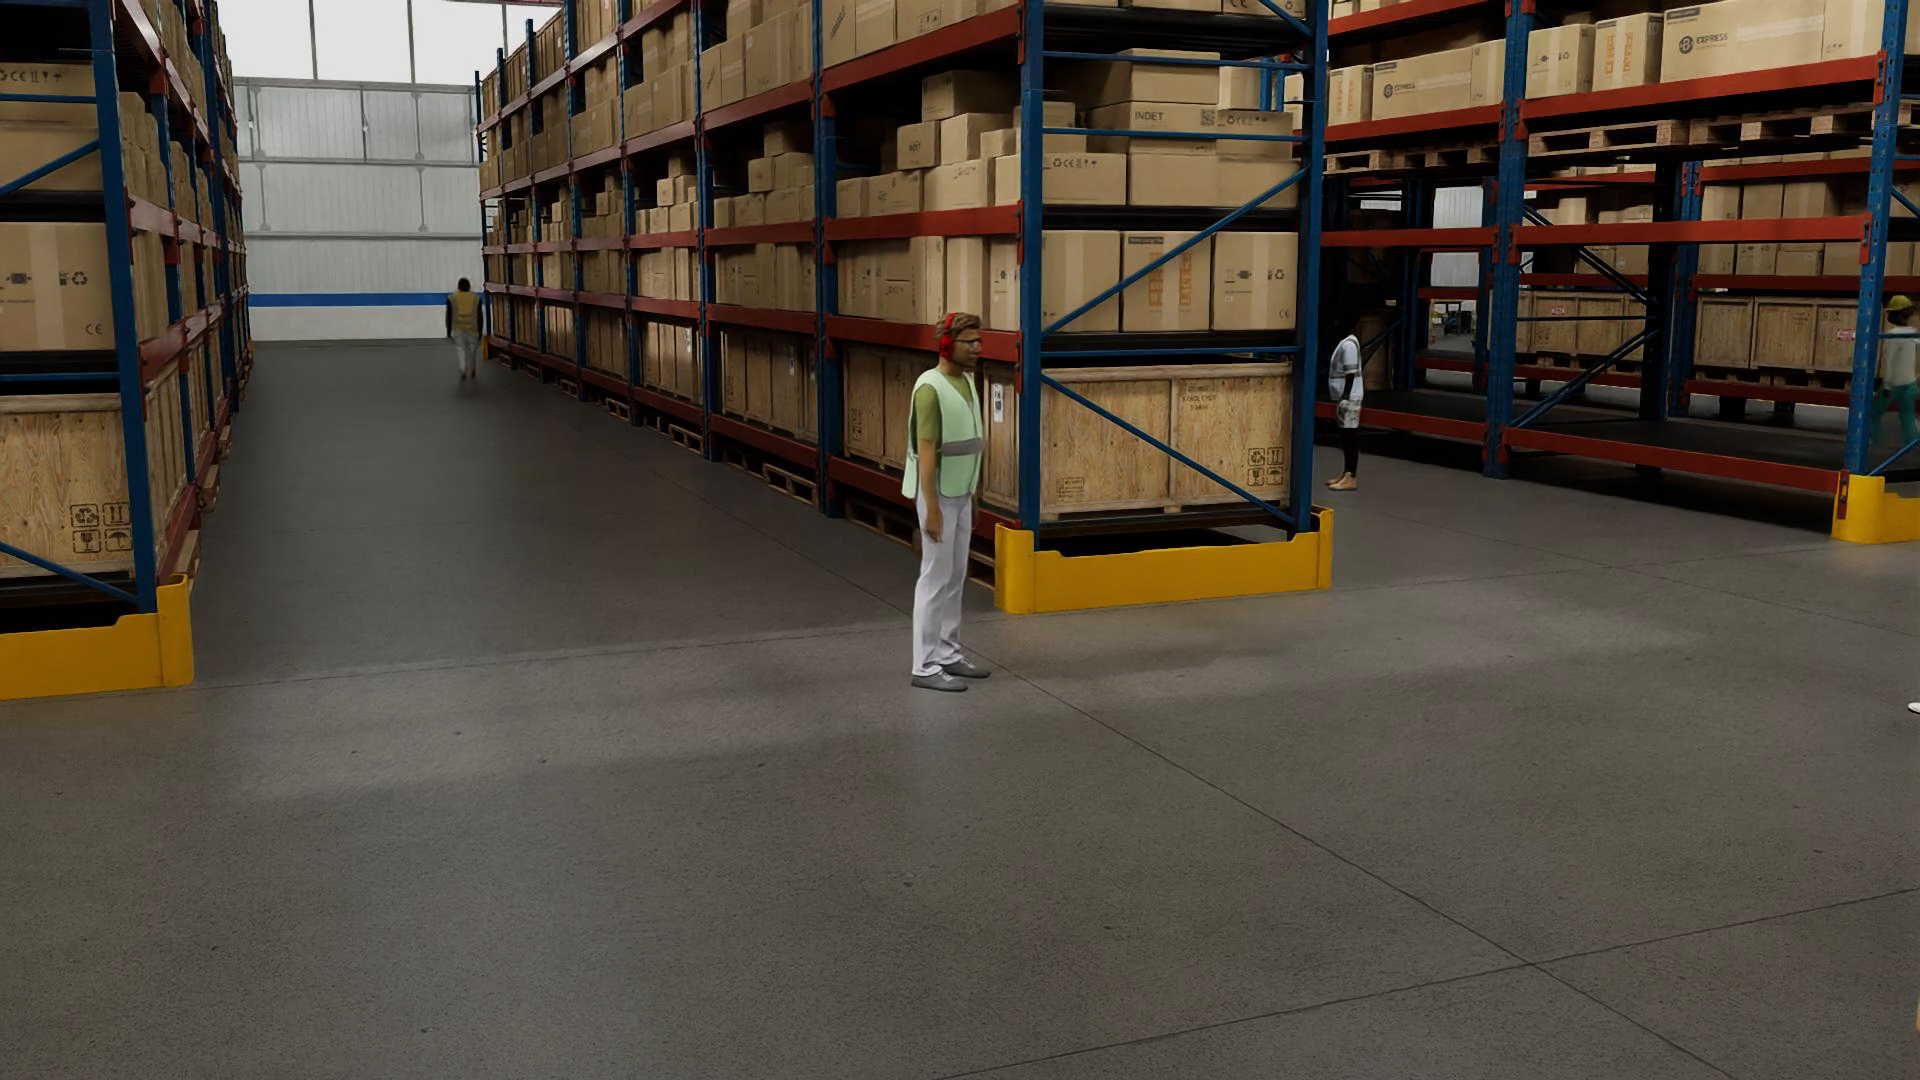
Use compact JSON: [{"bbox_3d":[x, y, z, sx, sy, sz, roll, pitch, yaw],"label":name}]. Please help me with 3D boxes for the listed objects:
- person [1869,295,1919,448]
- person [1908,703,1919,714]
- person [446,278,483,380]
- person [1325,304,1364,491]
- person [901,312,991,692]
[{"bbox_3d":[9.293,-1.567,16.635,0.543,1.735,0.719,-5,11,-27],"label":"person"},{"bbox_3d":[4.639,-0.125,7.559,0.642,1.900,0.400,-9,13,-43],"label":"person"},{"bbox_3d":[-8.811,-3.760,29.610,0.635,1.812,0.902,-3,10,-19],"label":"person"},{"bbox_3d":[3.509,-1.291,15.130,0.322,1.696,0.536,2,10,11],"label":"person"},{"bbox_3d":[-0.071,-0.190,8.129,0.394,1.840,0.563,4,10,21],"label":"person"}]
